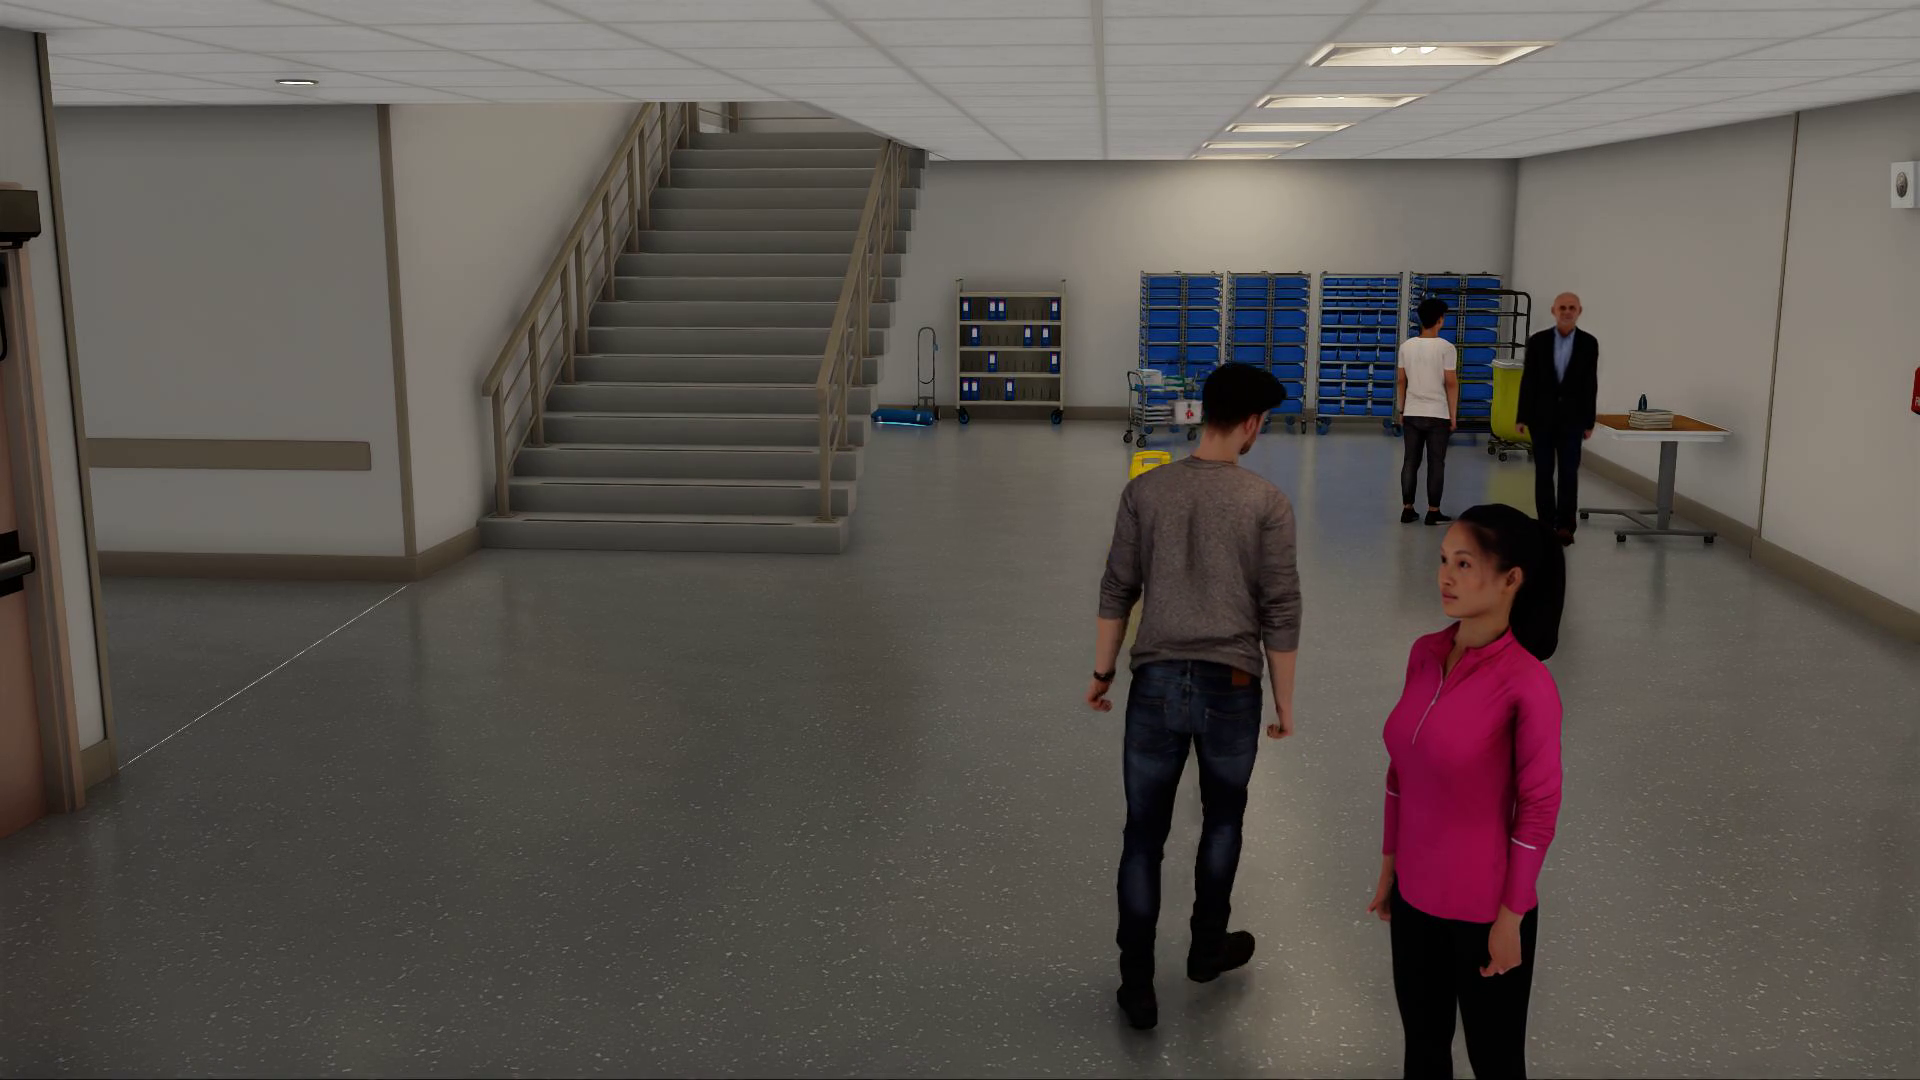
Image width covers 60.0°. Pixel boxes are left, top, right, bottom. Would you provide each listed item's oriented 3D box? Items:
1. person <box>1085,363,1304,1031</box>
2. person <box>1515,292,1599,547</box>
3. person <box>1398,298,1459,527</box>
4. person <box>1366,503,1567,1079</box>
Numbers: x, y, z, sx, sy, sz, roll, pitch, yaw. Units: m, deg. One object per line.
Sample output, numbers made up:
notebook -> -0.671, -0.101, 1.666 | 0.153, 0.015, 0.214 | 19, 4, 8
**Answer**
person -> 0.654, 0.453, 4.703 | 0.851, 1.871, 0.892 | 1, 11, 6
person -> 4.259, -0.859, 11.897 | 0.872, 1.768, 1.141 | 4, 12, 21
person -> 3.558, -0.986, 12.688 | 0.704, 1.723, 0.727 | 9, 14, 39
person -> 1.087, 0.758, 3.560 | 0.750, 1.698, 0.663 | -5, 12, -26
